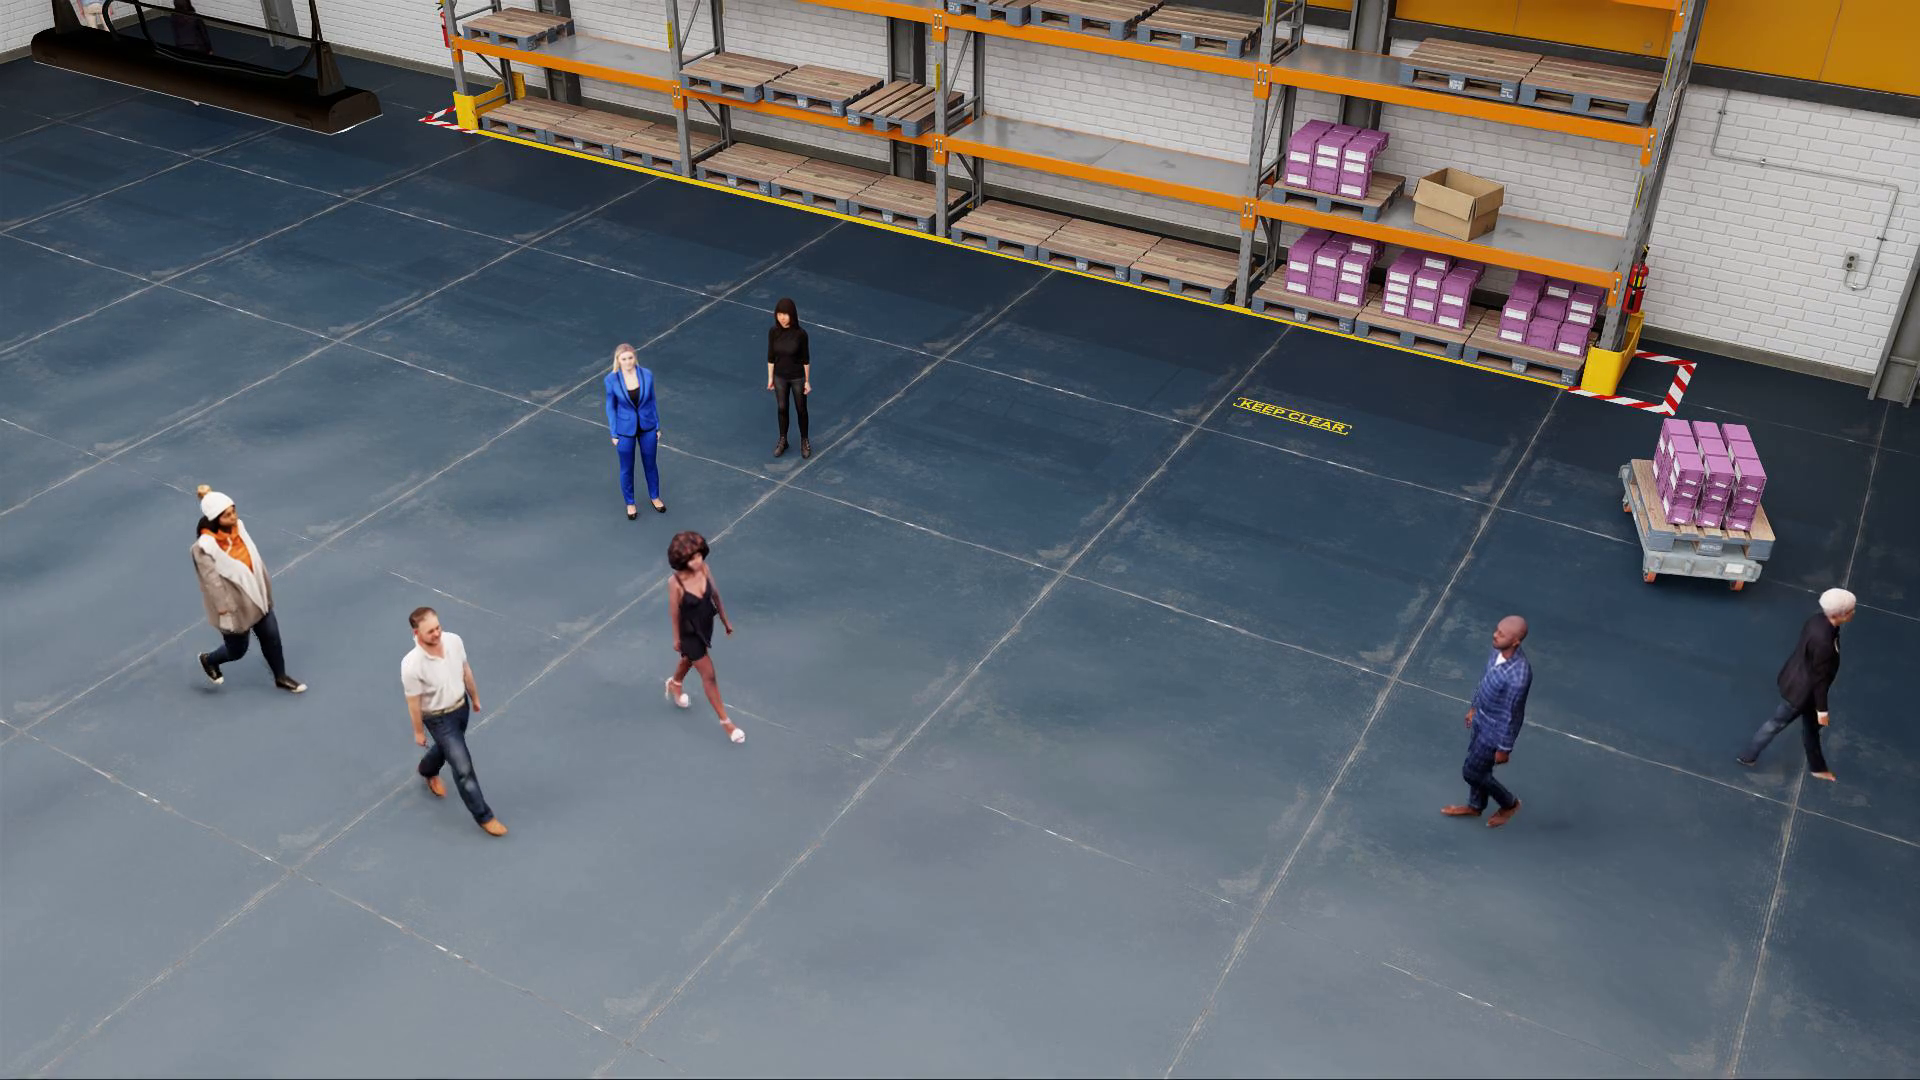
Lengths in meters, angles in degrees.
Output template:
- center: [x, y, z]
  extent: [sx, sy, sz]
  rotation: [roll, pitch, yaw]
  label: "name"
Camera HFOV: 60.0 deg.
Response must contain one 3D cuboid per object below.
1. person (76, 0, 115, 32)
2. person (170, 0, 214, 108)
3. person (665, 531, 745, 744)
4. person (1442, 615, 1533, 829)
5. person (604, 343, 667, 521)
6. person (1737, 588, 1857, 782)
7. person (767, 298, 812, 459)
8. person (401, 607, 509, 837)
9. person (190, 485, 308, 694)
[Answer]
- center: [-13.503, -8.325, 25.952]
  extent: [0.715, 1.847, 0.780]
  rotation: [-8, 34, -12]
  label: "person"
- center: [-11.282, -7.220, 24.500]
  extent: [0.759, 1.614, 0.821]
  rotation: [-8, 34, -12]
  label: "person"
- center: [-2.045, 0.672, 12.513]
  extent: [1.085, 1.741, 0.612]
  rotation: [21, 39, 28]
  label: "person"
- center: [3.796, 1.261, 11.564]
  extent: [0.891, 1.810, 0.830]
  rotation: [0, 34, 1]
  label: "person"
- center: [-2.947, -1.004, 15.070]
  extent: [0.706, 1.701, 0.733]
  rotation: [-15, 36, -21]
  label: "person"
- center: [6.054, 1.100, 12.143]
  extent: [0.991, 1.747, 0.751]
  rotation: [17, 37, 24]
  label: "person"
- center: [-1.631, -1.572, 15.978]
  extent: [0.559, 1.642, 0.695]
  rotation: [4, 34, 6]
  label: "person"
- center: [-3.665, 1.190, 11.661]
  extent: [1.213, 1.821, 0.734]
  rotation: [21, 39, 28]
  label: "person"
- center: [-5.627, 0.418, 12.781]
  extent: [1.110, 1.867, 0.827]
  rotation: [9, 35, 14]
  label: "person"
